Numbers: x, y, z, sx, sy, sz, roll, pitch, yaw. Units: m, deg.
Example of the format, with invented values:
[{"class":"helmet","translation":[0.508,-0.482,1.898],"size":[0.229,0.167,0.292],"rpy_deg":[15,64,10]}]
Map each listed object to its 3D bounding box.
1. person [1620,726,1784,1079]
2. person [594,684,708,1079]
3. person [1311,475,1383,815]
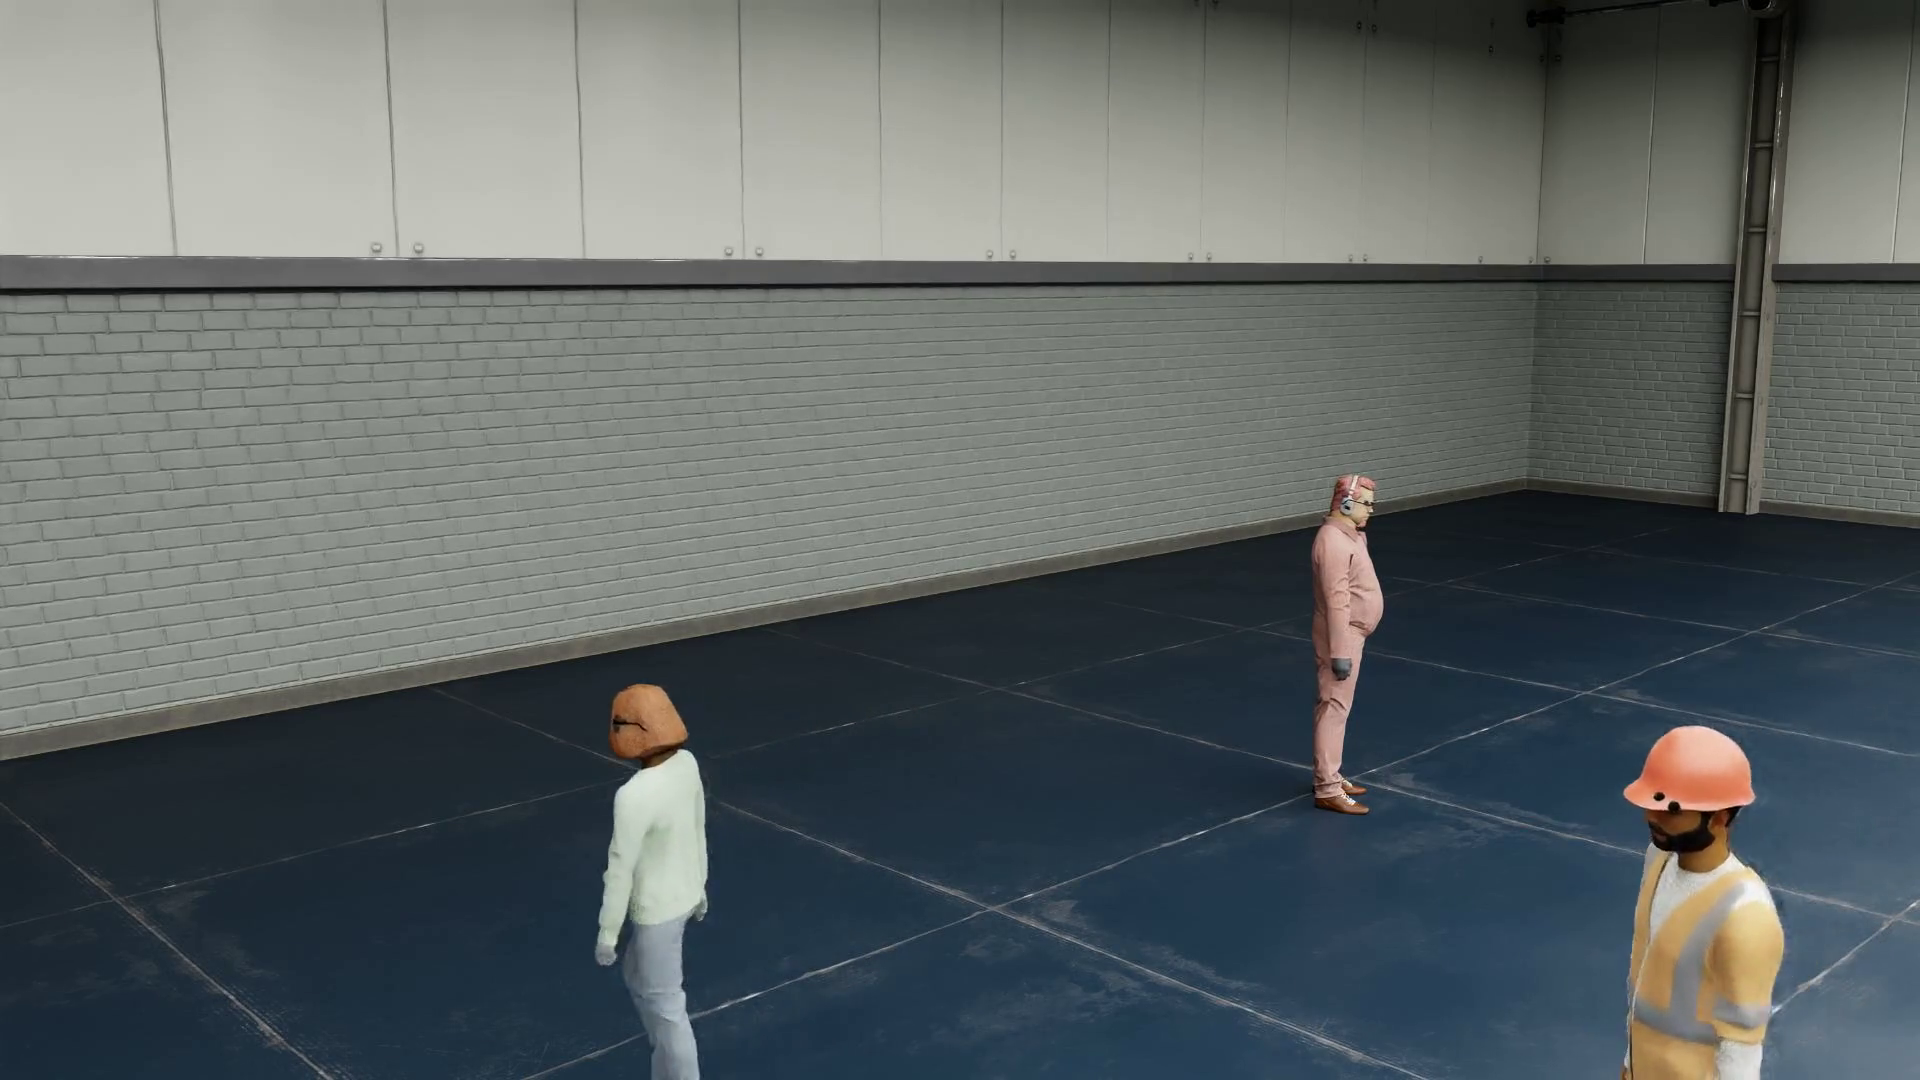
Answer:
[{"class":"person","translation":[1.909,1.399,4.269],"size":[0.554,1.918,0.562],"rpy_deg":[0,9,0]},{"class":"person","translation":[-1.103,1.295,5.817],"size":[0.468,1.614,0.522],"rpy_deg":[2,9,15]},{"class":"person","translation":[2.179,0.578,9.421],"size":[0.408,1.903,0.638],"rpy_deg":[2,9,12]}]
